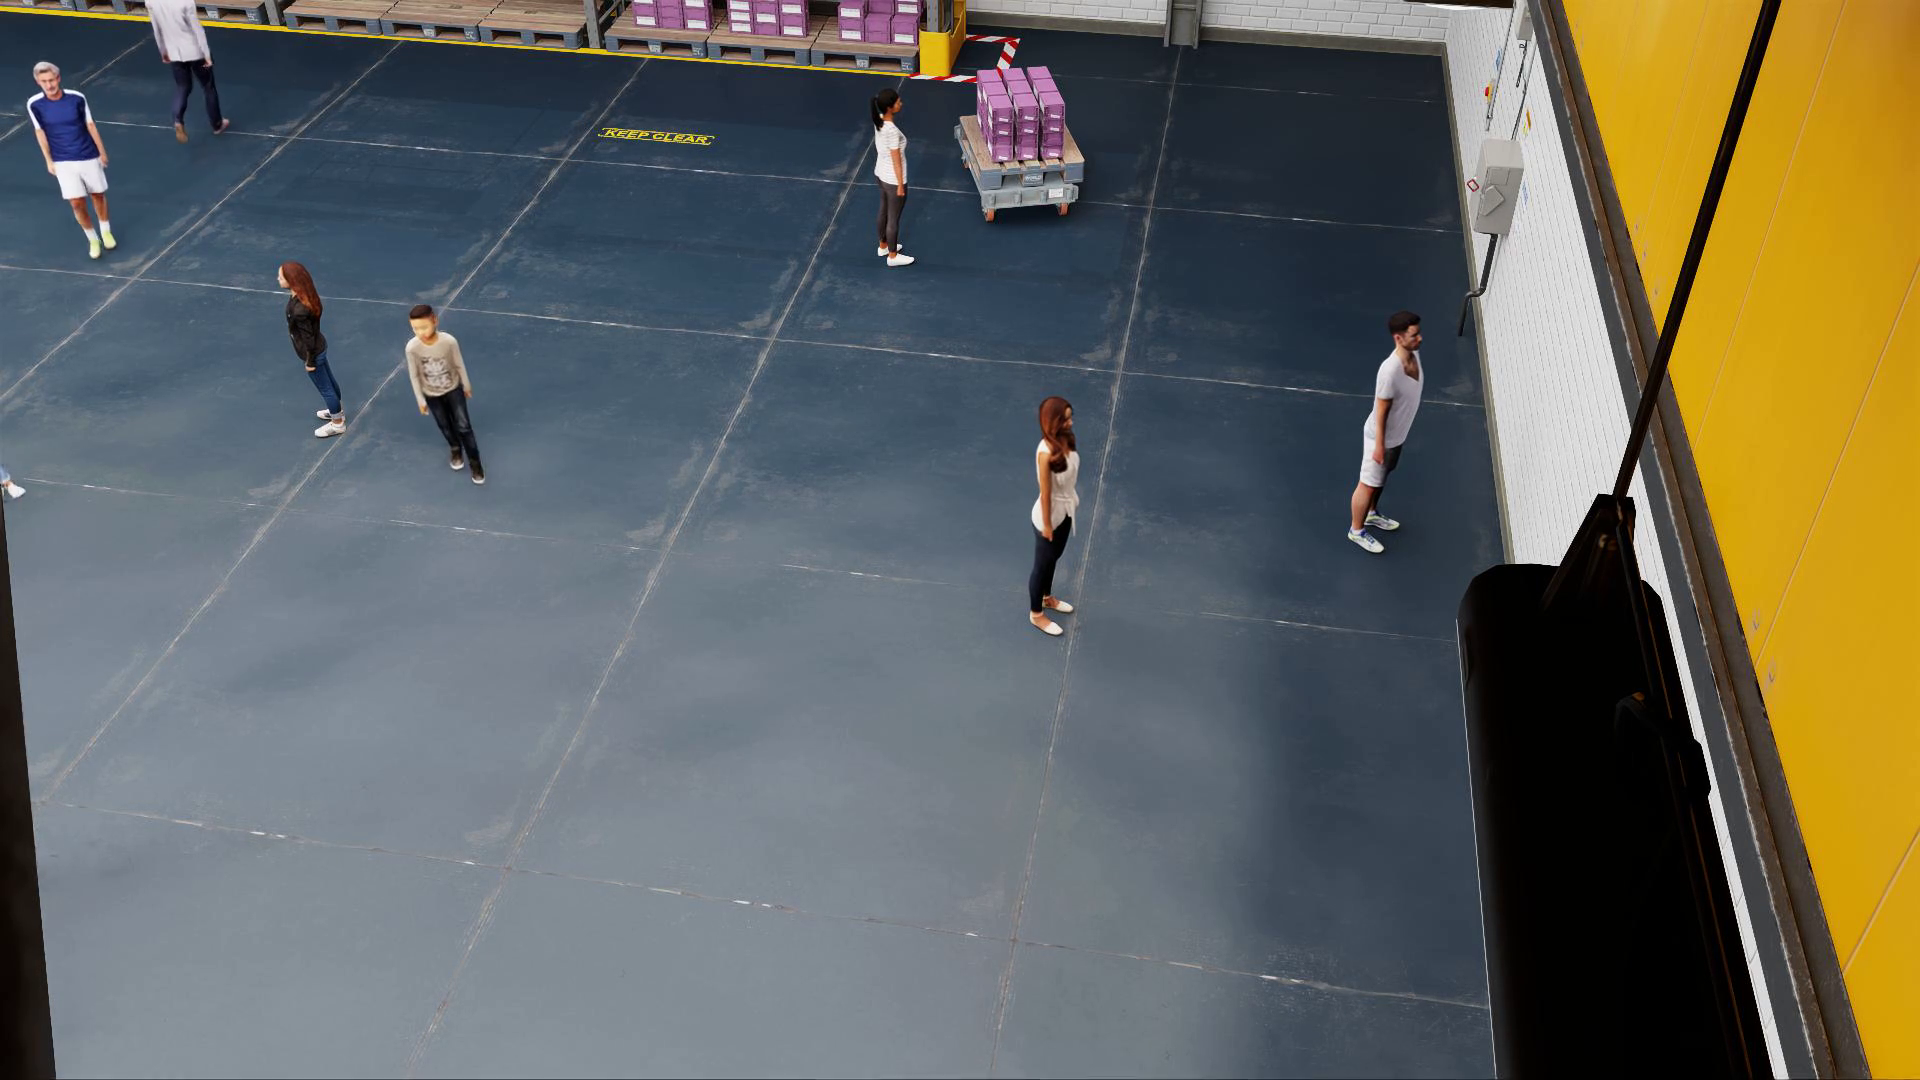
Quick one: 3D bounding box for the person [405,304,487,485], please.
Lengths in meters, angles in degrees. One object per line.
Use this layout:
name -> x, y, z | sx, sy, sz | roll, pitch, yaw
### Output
person -> -3.885, -1.157, 12.452 | 0.783, 1.444, 0.792 | -11, 40, -13

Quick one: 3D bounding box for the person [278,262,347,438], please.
person -> -4.995, -1.490, 12.837 | 0.636, 1.483, 0.638 | -9, 39, -11

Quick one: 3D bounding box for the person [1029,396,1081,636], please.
person -> 0.603, -0.180, 10.956 | 0.610, 1.784, 0.649 | 16, 41, 20

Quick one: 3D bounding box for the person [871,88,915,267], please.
person -> -0.626, -3.265, 14.929 | 0.690, 1.646, 0.660 | -15, 41, -18

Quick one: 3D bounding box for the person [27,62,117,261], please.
person -> -8.030, -3.498, 15.075 | 0.823, 1.828, 0.886 | -20, 43, -23

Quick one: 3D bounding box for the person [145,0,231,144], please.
person -> -7.866, -4.892, 16.823 | 0.992, 1.827, 0.823 | 2, 39, 2

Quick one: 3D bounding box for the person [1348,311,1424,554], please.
person -> 2.993, -0.784, 11.655 | 0.723, 1.856, 0.760 | 22, 44, 25
